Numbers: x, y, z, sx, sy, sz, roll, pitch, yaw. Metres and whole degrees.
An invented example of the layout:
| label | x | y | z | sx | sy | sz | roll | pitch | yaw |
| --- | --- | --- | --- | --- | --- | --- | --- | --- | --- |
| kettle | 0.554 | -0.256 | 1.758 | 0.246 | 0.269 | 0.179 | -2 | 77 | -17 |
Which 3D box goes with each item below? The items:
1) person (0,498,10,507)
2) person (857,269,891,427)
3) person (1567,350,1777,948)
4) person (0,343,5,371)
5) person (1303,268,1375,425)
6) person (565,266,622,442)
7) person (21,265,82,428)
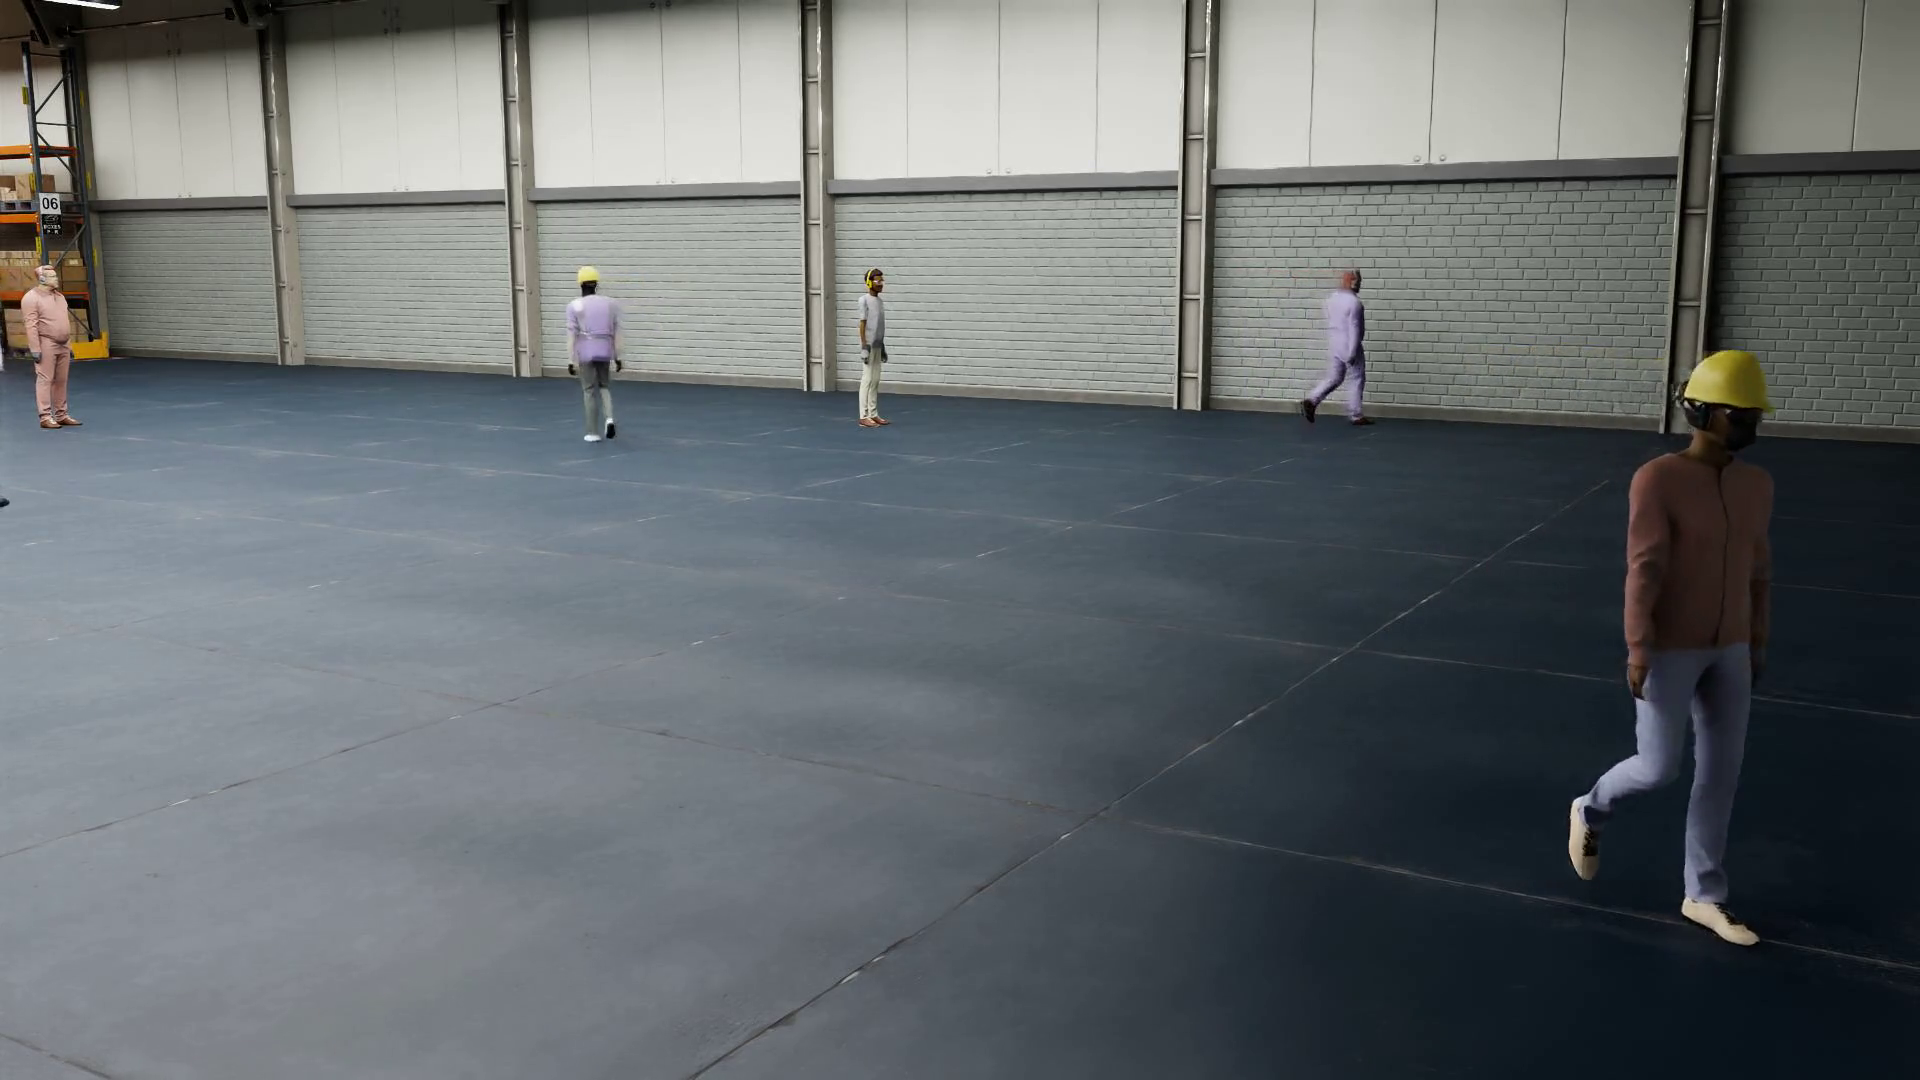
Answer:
| label | x | y | z | sx | sy | sz | roll | pitch | yaw |
| --- | --- | --- | --- | --- | --- | --- | --- | --- | --- |
| person | -8.154 | -1.147 | 13.086 | 0.936 | 1.904 | 0.547 | -4 | 10 | -20 |
| person | -1.022 | -2.281 | 19.821 | 0.328 | 1.862 | 0.521 | 5 | 11 | 25 |
| person | 2.176 | 0.301 | 4.997 | 0.541 | 1.750 | 0.577 | -3 | 10 | -19 |
| person | -17.229 | -3.887 | 29.247 | 0.814 | 1.852 | 0.606 | 3 | 10 | 14 |
| person | 4.558 | -2.296 | 19.854 | 0.802 | 1.878 | 0.646 | -4 | 10 | -21 |
| person | -3.994 | -2.016 | 18.111 | 0.616 | 1.913 | 0.411 | -7 | 12 | -34 |
| person | -10.725 | -2.279 | 19.659 | 0.410 | 1.913 | 0.651 | 1 | 10 | 9 |
